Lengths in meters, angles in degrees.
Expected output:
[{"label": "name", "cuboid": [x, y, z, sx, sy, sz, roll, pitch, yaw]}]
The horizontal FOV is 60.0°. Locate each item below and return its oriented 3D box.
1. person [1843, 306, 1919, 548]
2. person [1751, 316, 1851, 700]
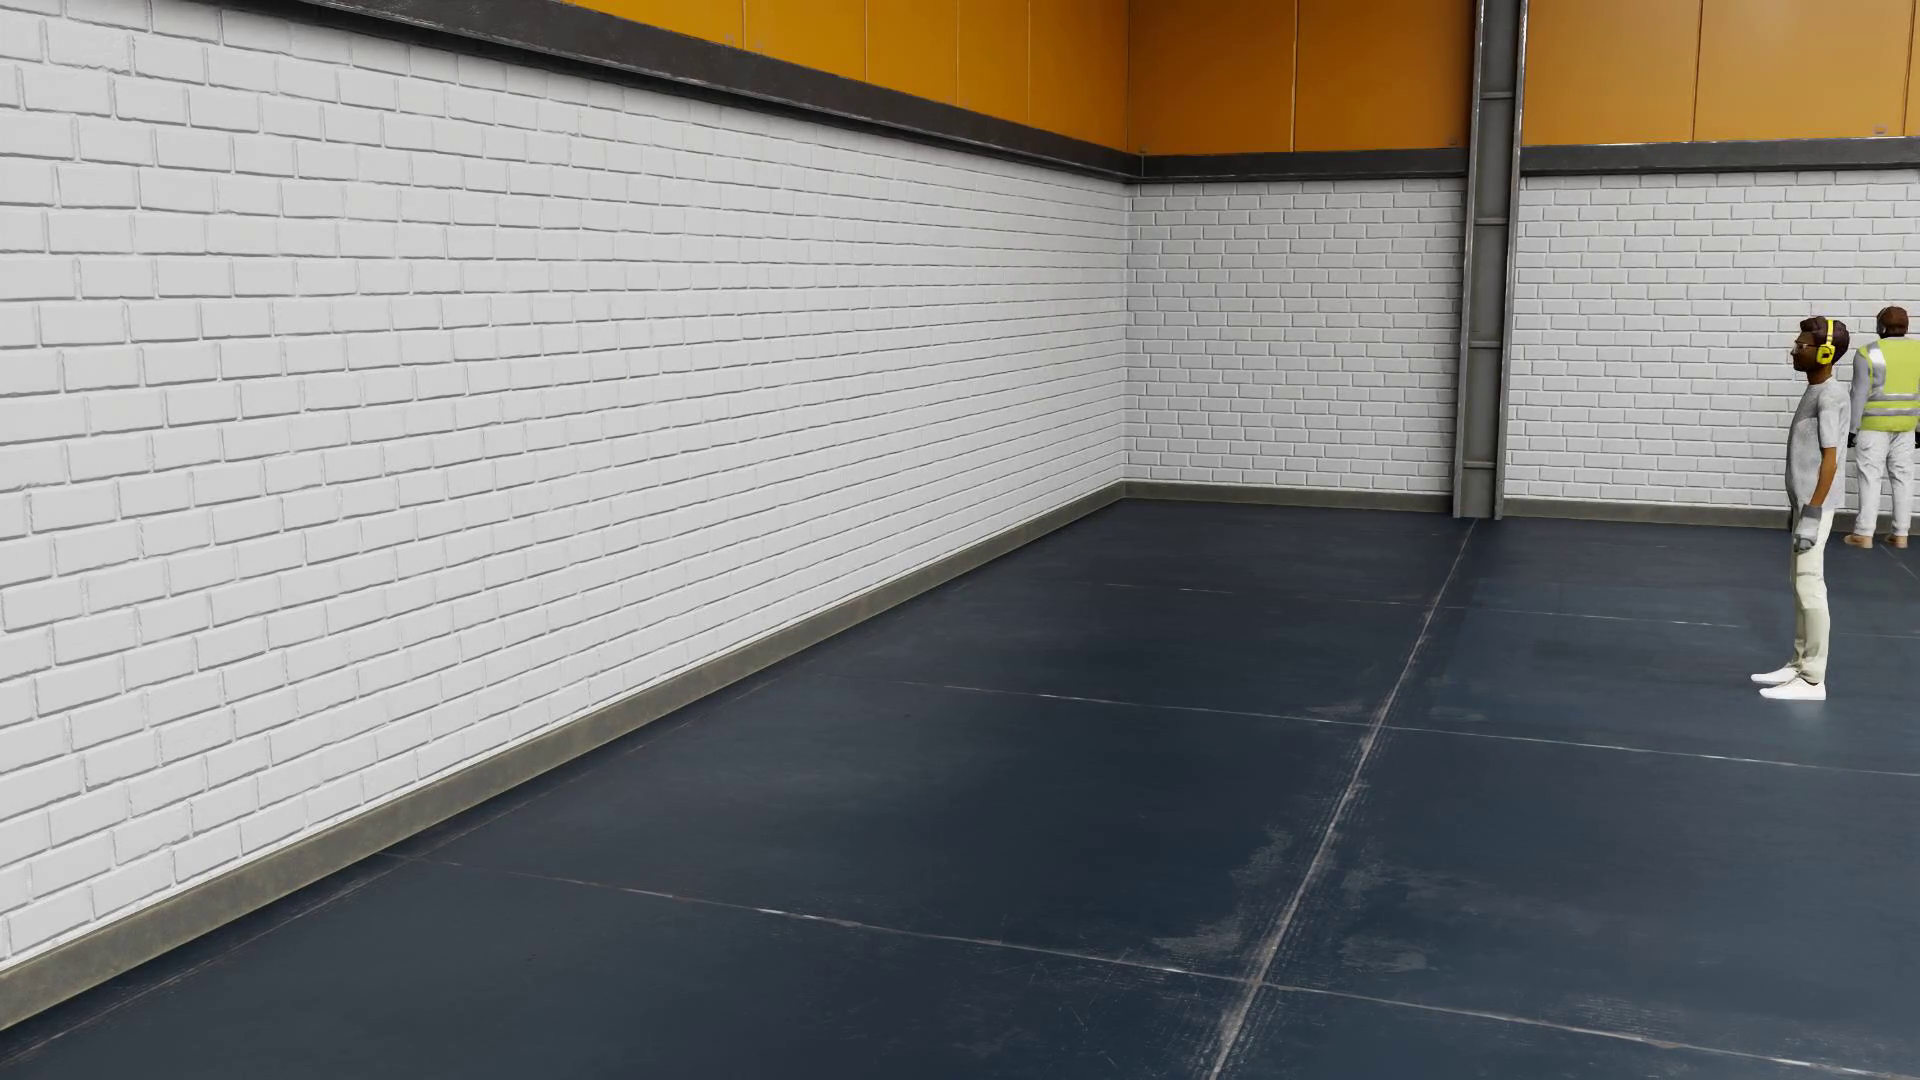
[{"label": "person", "cuboid": [7.032, -0.853, 12.645, 0.634, 1.839, 0.429, 0, 9, -1]}, {"label": "person", "cuboid": [4.136, -0.152, 8.137, 0.328, 1.877, 0.513, 3, 10, 20]}]
